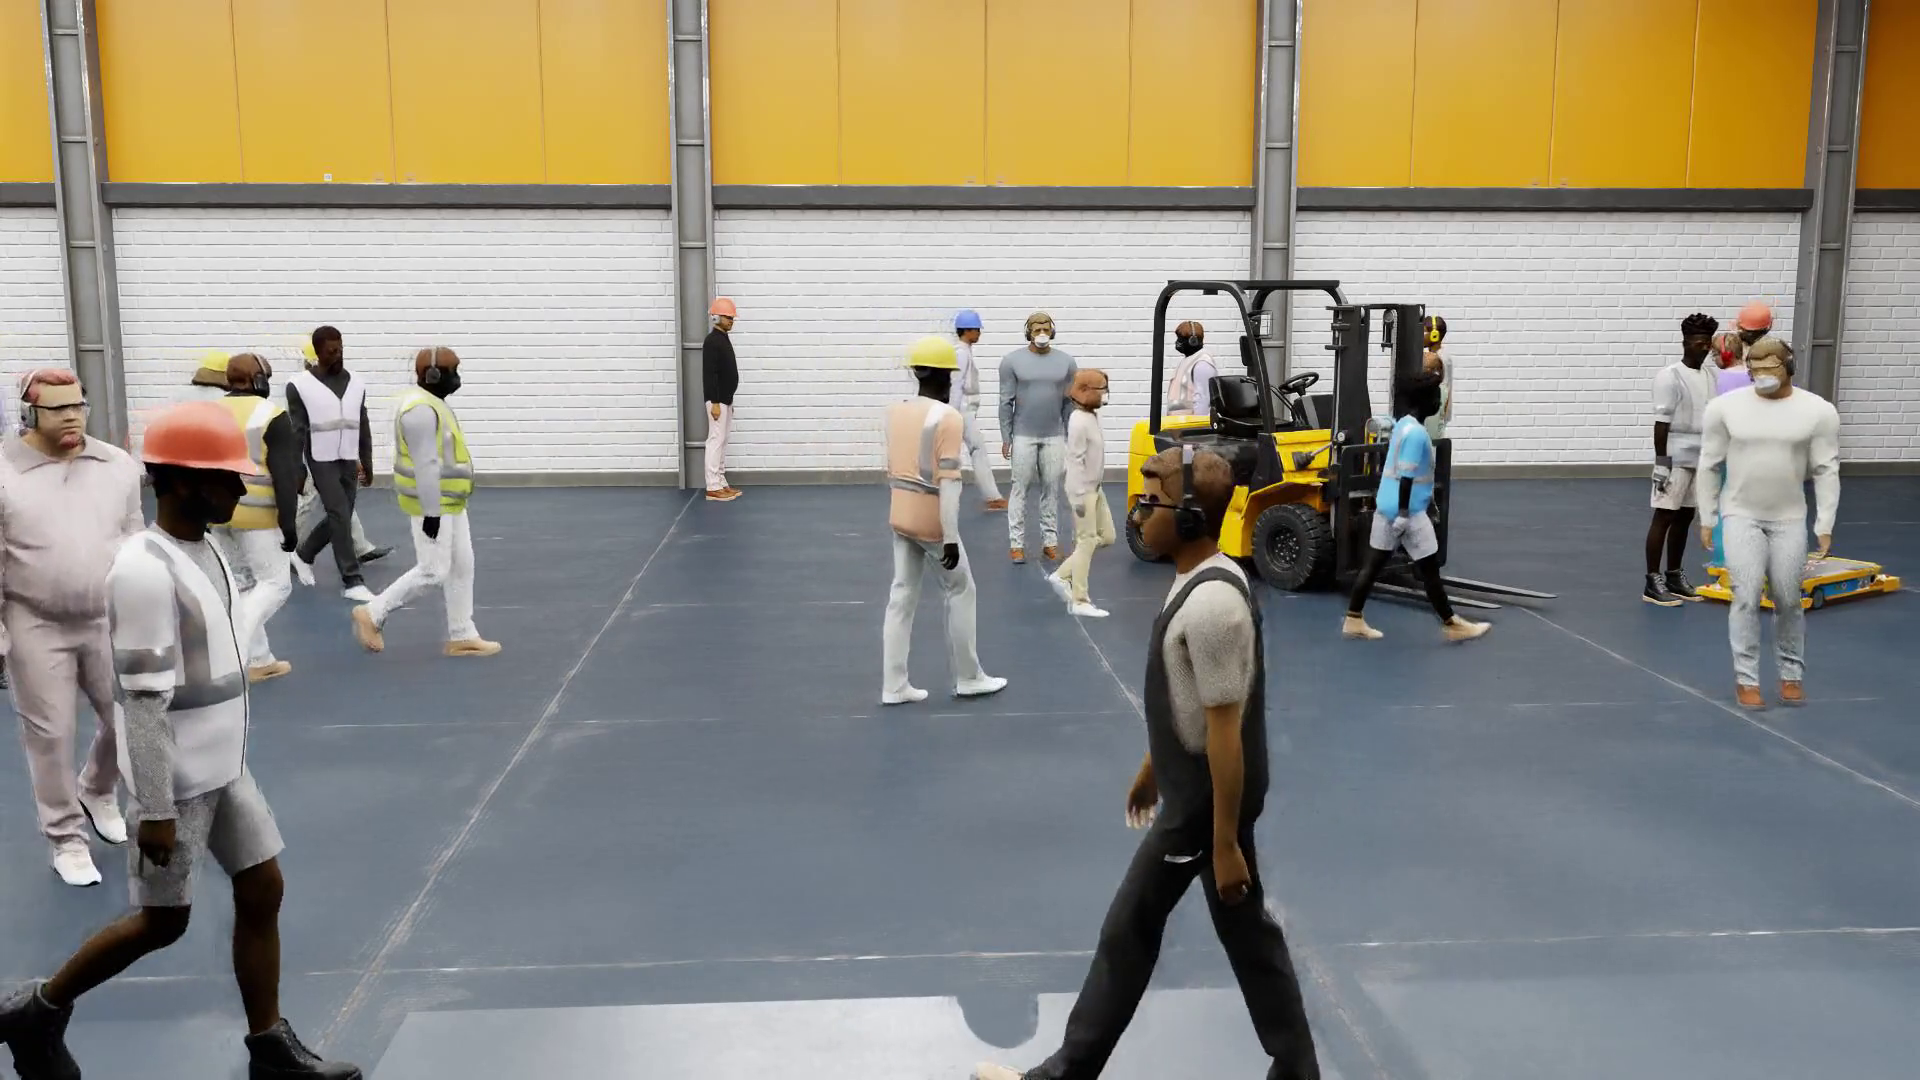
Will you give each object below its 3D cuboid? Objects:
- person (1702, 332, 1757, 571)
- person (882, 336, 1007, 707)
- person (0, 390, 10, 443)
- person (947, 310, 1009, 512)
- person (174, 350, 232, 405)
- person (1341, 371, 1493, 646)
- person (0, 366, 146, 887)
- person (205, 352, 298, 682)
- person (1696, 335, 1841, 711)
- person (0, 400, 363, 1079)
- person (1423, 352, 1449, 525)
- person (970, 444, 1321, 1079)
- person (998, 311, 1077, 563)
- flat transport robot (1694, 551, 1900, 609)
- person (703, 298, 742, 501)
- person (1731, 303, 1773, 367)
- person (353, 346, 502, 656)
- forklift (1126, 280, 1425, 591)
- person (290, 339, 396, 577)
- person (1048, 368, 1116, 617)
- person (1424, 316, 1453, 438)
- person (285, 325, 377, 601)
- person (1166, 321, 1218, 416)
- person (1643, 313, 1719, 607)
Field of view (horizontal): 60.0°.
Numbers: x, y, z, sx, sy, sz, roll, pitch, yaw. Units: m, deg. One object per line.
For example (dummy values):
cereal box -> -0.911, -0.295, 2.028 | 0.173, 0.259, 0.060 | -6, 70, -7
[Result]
person -> 5.648, -0.606, 12.089 | 0.593, 1.804, 0.642 | -1, 9, -4
person -> -0.086, -0.097, 8.600 | 0.791, 1.897, 0.619 | -8, 12, -40
person -> -6.362, -0.394, 10.521 | 0.832, 1.874, 0.725 | 2, 9, 15
person -> -0.004, -1.198, 15.554 | 1.013, 1.899, 0.634 | 0, 9, -2
person -> -5.327, -0.499, 11.820 | 0.493, 1.667, 0.908 | 3, 10, 19
person -> 2.728, -0.186, 9.932 | 0.872, 1.641, 0.542 | 1, 9, 4
person -> -3.272, 0.310, 6.084 | 0.463, 1.895, 0.656 | 8, 12, 41
person -> -3.849, -0.090, 8.874 | 0.642, 1.812, 0.645 | 2, 9, 15
person -> 4.116, -0.087, 8.512 | 0.667, 1.904, 0.435 | 3, 10, 20
person -> -2.104, 0.580, 4.361 | 0.867, 1.904, 0.564 | -1, 9, -4
person -> 3.774, -0.790, 13.932 | 0.514, 1.596, 0.681 | -3, 10, -19
person -> 0.517, 0.656, 4.201 | 0.945, 1.793, 0.524 | 2, 9, 14
person -> 0.605, -0.787, 12.821 | 0.628, 1.940, 0.373 | -2, 9, -13
flat transport robot -> 5.758, 0.268, 11.416 | 1.431, 0.197, 0.652 | -6, 11, -34
person -> -2.348, -1.390, 16.434 | 0.390, 1.990, 0.623 | 1, 9, 5
person -> 6.625, -0.991, 13.968 | 0.469, 1.986, 0.721 | 3, 9, 17
person -> -3.068, -0.203, 9.513 | 0.711, 1.816, 0.622 | 0, 9, -3
forklift -> 2.301, -0.860, 12.475 | 1.214, 2.155, 2.313 | -6, 11, -35
person -> -4.724, -0.615, 12.296 | 0.956, 1.775, 0.581 | -5, 10, -30
person -> 0.819, -0.306, 10.788 | 0.392, 1.618, 0.525 | 3, 10, 18
person -> 4.100, -1.006, 14.425 | 0.309, 1.864, 0.535 | 1, 9, 8
person -> -4.369, -0.539, 11.460 | 0.889, 1.887, 0.600 | 6, 11, 32
person -> 1.958, -0.934, 14.097 | 0.431, 1.836, 0.619 | -1, 9, -8
person -> 4.878, -0.543, 11.210 | 0.609, 1.963, 0.369 | -6, 11, -34
